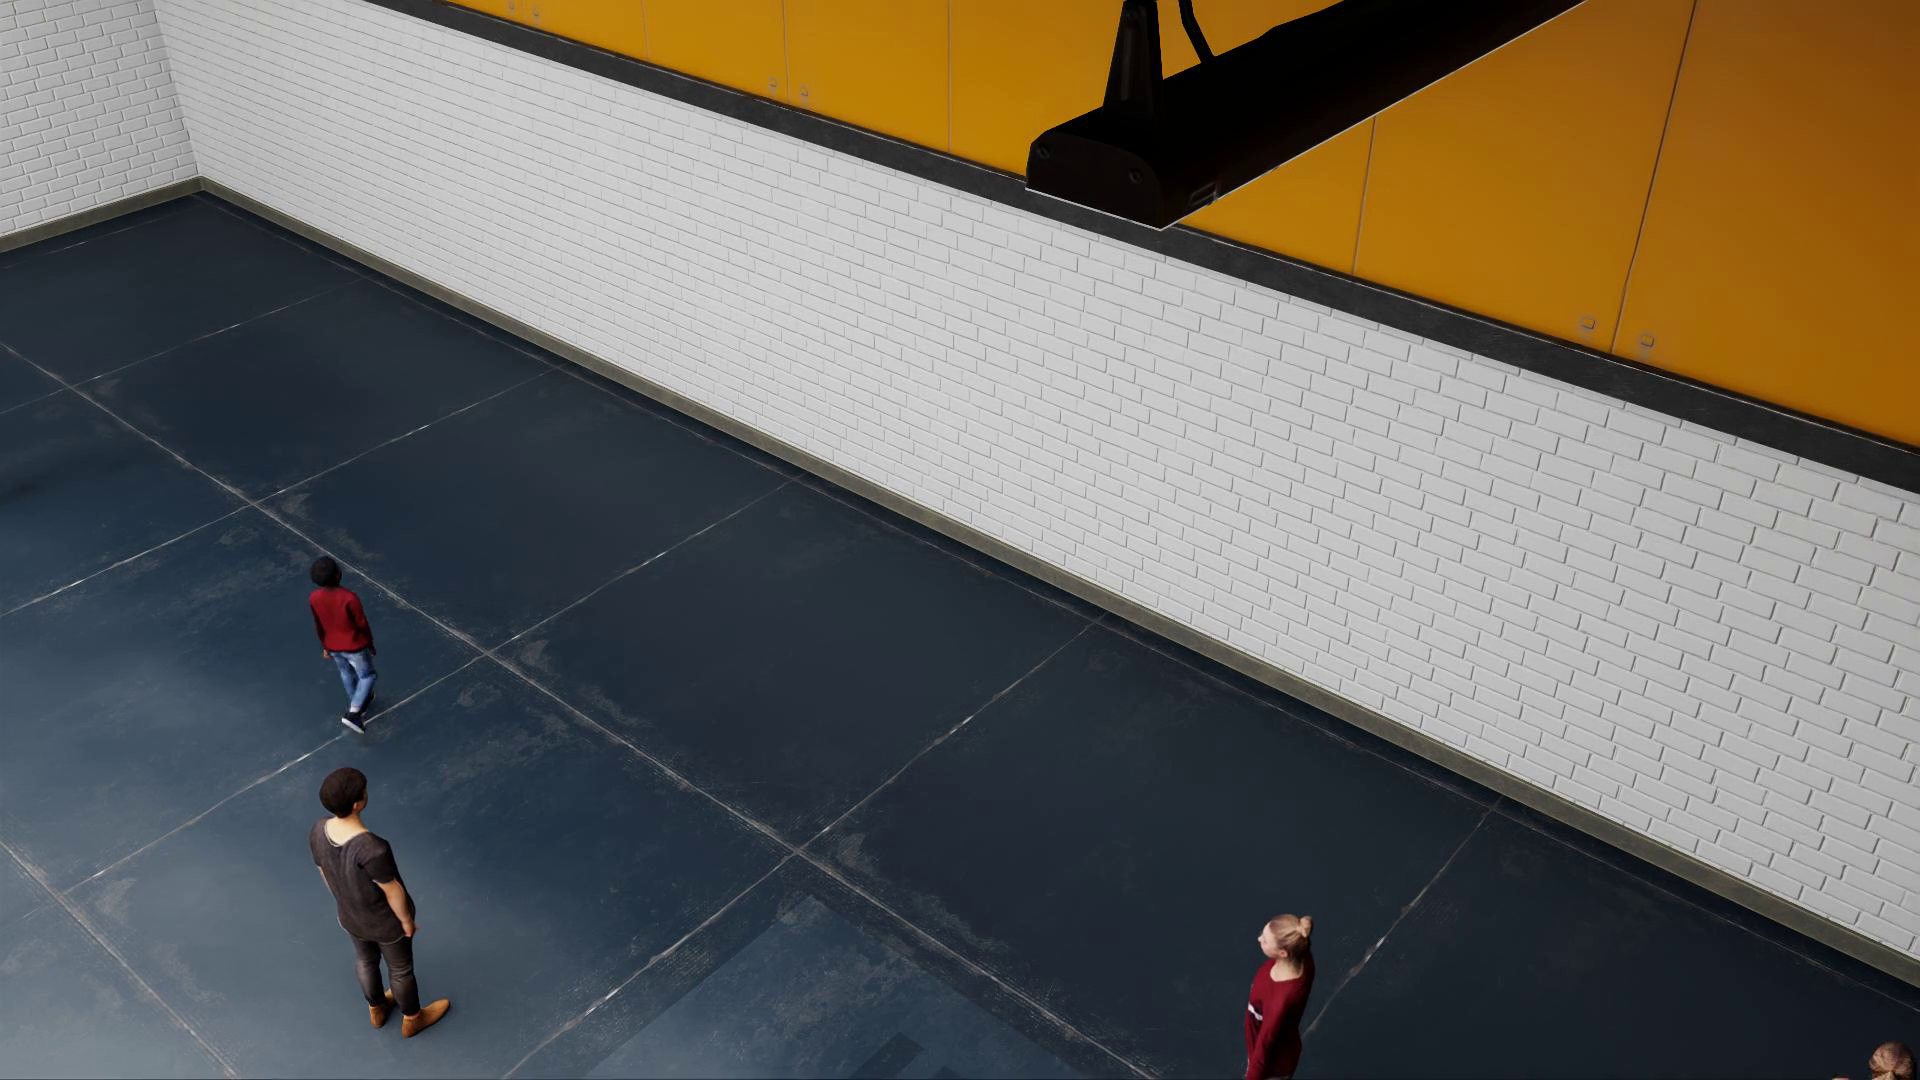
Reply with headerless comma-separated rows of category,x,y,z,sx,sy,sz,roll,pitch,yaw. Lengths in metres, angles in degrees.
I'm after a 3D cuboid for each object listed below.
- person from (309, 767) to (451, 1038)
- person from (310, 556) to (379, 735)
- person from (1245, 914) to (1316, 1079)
person,-2.960,1.829,8.352,0.683,1.716,0.643,14,36,20
person,-3.899,0.678,10.512,0.668,1.242,0.789,7,34,10
person,1.440,2.331,7.614,0.735,1.697,0.574,12,35,17
